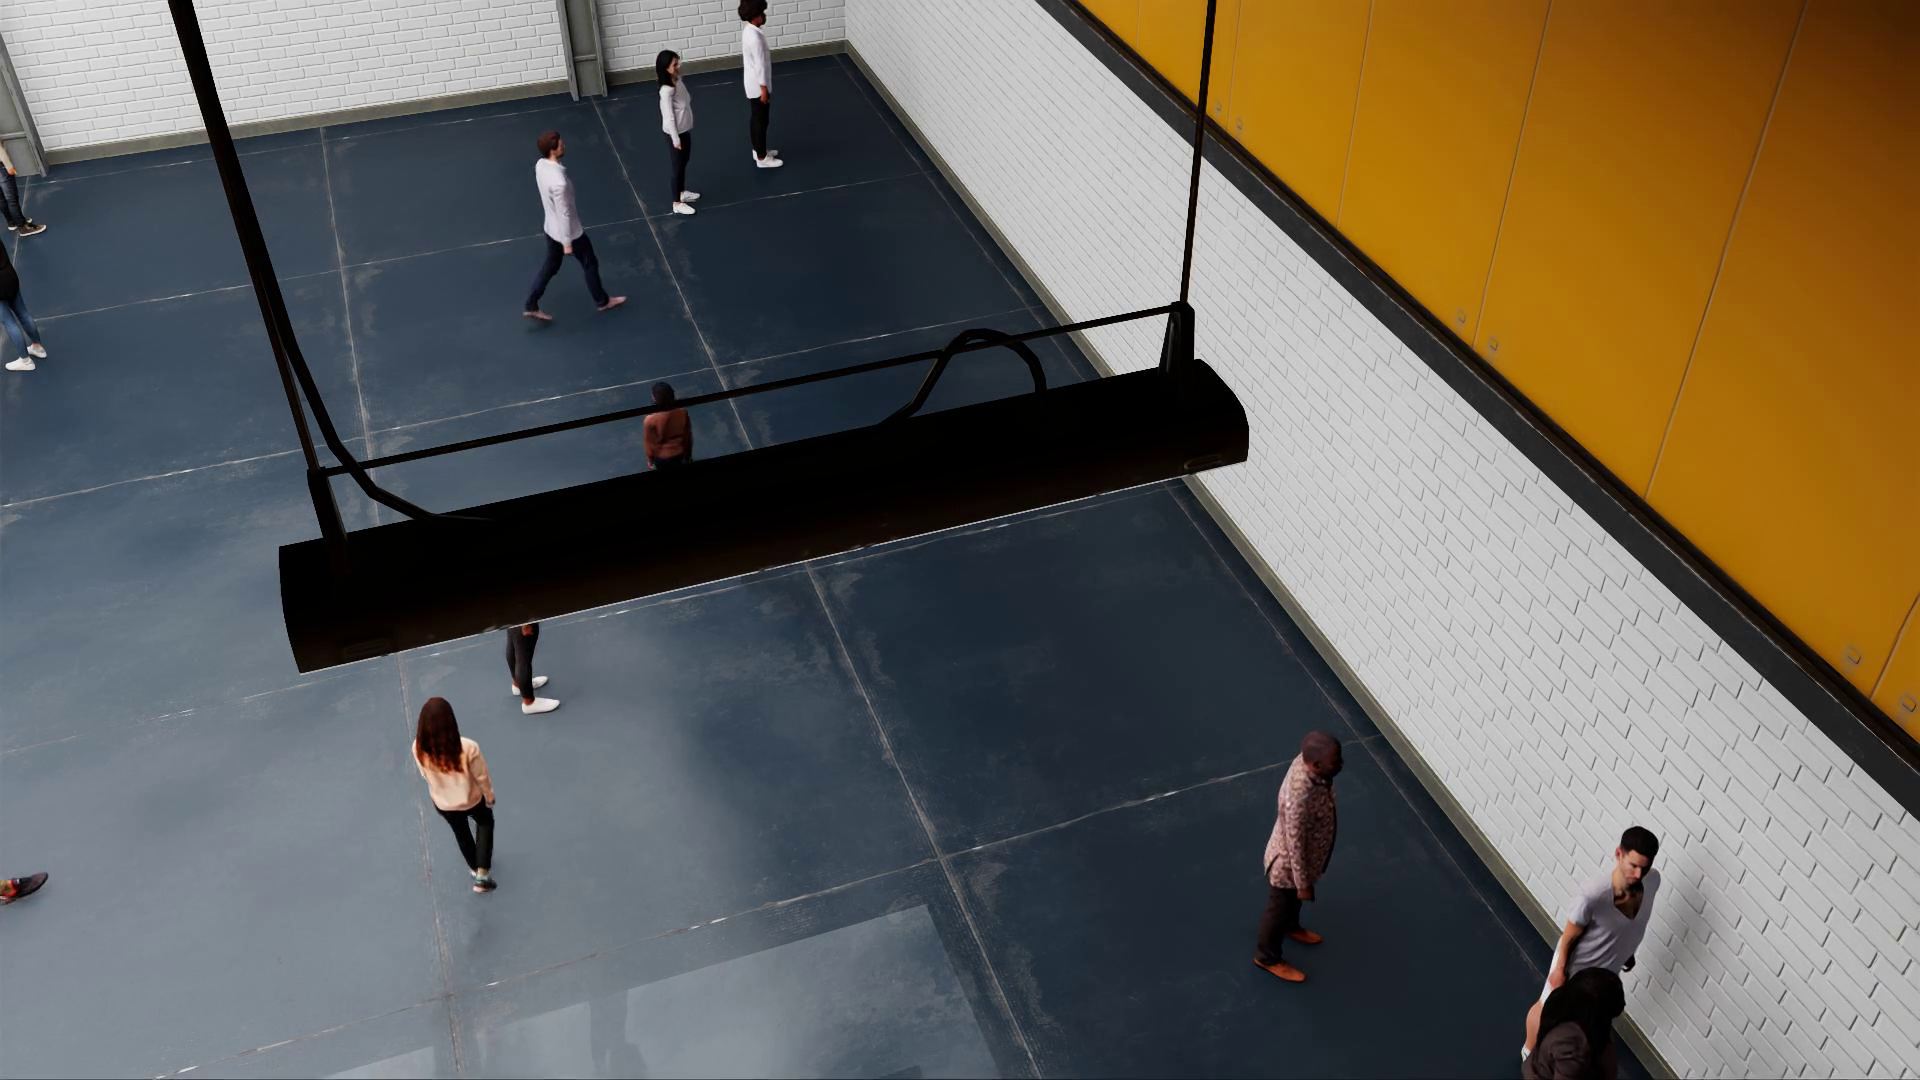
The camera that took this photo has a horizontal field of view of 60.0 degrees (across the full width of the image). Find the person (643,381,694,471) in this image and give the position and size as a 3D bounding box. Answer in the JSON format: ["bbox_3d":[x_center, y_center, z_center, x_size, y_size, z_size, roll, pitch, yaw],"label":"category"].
[{"bbox_3d":[-2.183,-0.632,12.649,0.554,1.245,0.645,-24,45,-27],"label":"person"}]

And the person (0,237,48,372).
[{"bbox_3d":[-8.294,-2.236,14.335,0.660,1.647,0.648,6,39,7],"label":"person"}]

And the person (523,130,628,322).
[{"bbox_3d":[-3.630,-2.749,14.840,1.276,1.819,0.896,-23,44,-26],"label":"person"}]

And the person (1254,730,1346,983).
[{"bbox_3d":[1.845,1.730,9.243,0.855,1.804,0.795,16,41,19],"label":"person"}]

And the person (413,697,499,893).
[{"bbox_3d":[-2.952,1.547,9.739,0.700,1.472,0.735,1,39,1],"label":"person"}]

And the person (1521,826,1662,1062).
[{"bbox_3d":[3.300,2.151,8.676,0.495,1.854,0.728,-14,41,-16],"label":"person"}]

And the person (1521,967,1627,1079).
[{"bbox_3d":[2.845,2.675,8.033,0.772,1.838,0.747,8,39,10],"label":"person"}]

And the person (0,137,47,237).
[{"bbox_3d":[-9.450,-3.695,16.309,0.623,1.465,0.647,28,46,30],"label":"person"}]

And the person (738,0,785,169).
[{"bbox_3d":[-2.118,-4.810,17.429,0.590,1.809,0.644,-8,39,-10],"label":"person"}]

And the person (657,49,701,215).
[{"bbox_3d":[-2.829,-4.111,16.640,0.706,1.700,0.733,1,39,1],"label":"person"}]
